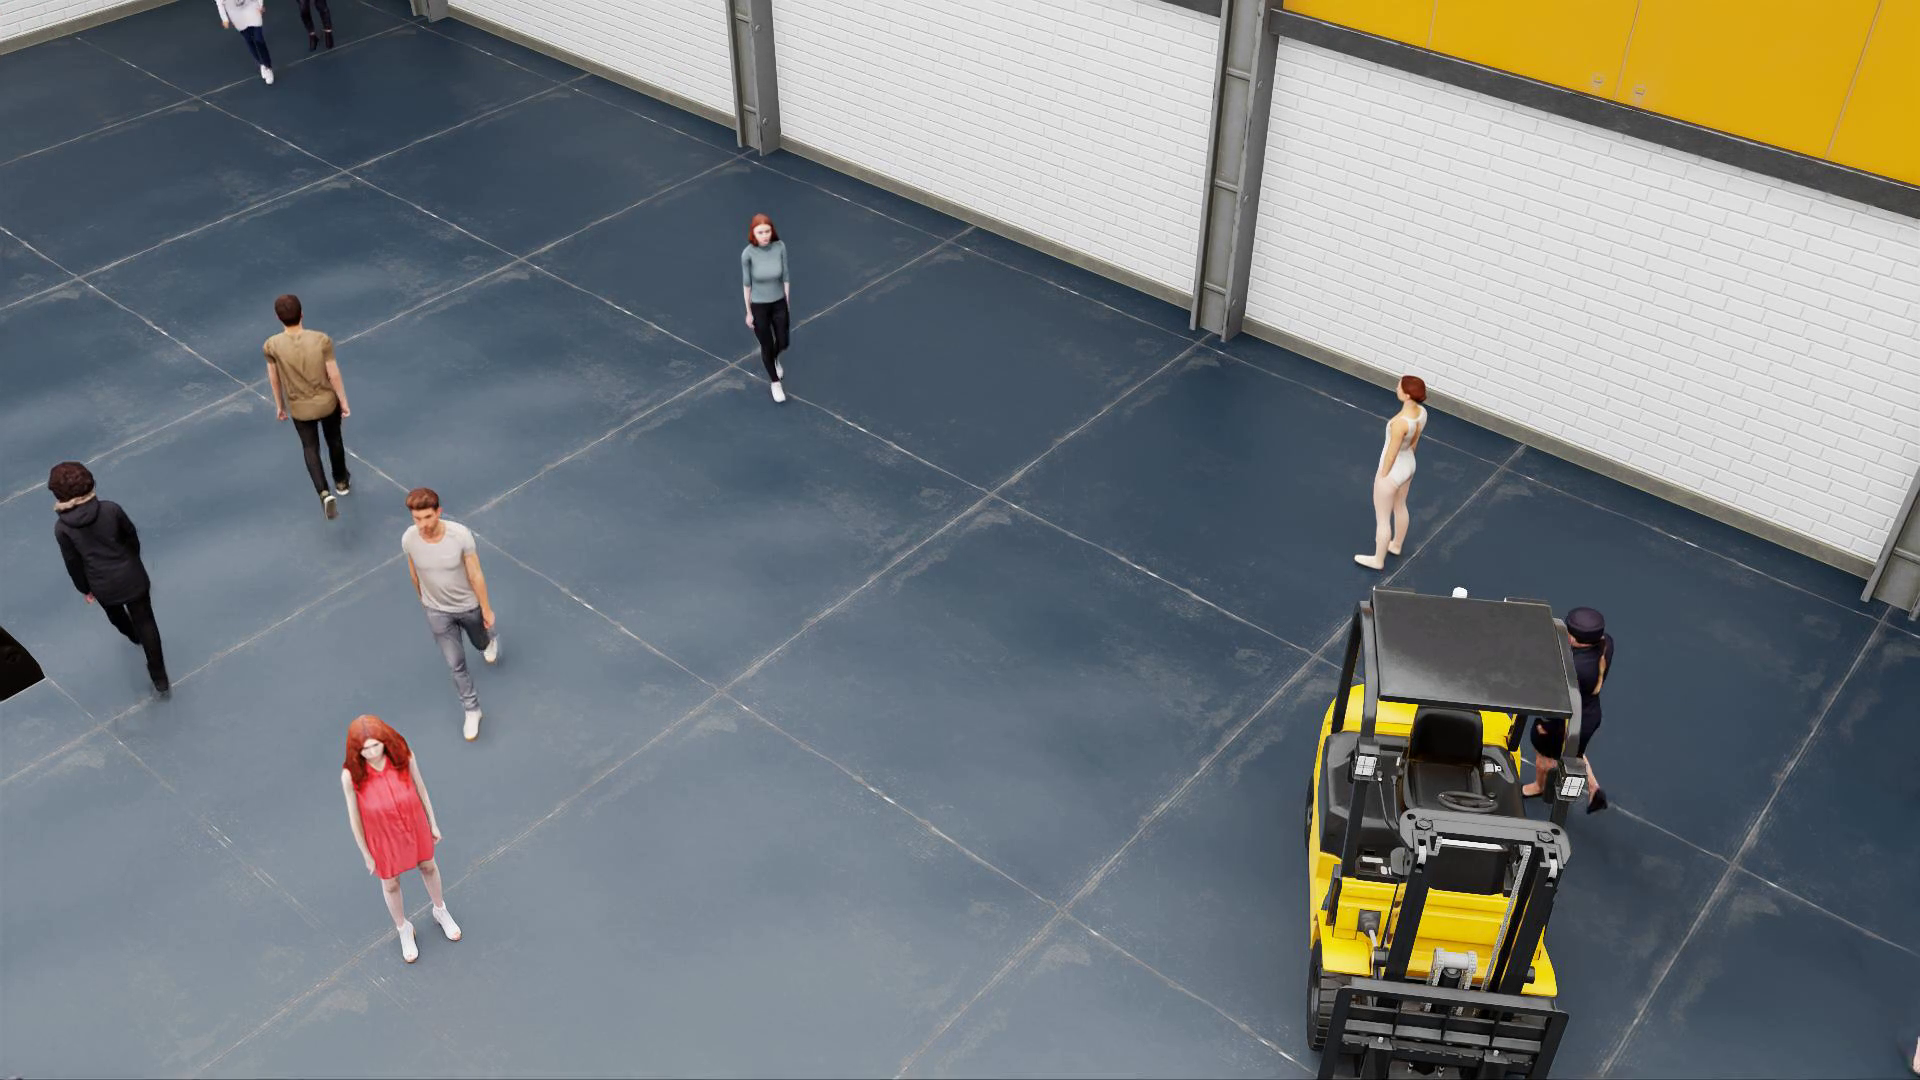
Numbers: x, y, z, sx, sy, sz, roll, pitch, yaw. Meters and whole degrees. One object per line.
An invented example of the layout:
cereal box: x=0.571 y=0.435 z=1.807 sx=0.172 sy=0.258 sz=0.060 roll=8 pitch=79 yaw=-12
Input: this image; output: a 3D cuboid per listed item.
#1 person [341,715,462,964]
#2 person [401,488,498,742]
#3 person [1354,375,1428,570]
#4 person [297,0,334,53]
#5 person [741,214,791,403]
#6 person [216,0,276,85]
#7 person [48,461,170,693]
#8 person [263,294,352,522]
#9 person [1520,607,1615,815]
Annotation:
person: x=-3.183 y=1.668 z=9.418 sx=0.642 sy=1.828 sz=0.594 roll=-23 pitch=44 yaw=-26
person: x=-3.329 y=0.365 z=11.020 sx=1.144 sy=1.865 sz=1.233 roll=-5 pitch=39 yaw=-6
person: x=3.236 y=-0.508 z=12.290 sx=0.457 sy=1.643 sz=0.543 roll=29 pitch=47 yaw=31
person: x=-7.852 y=-6.775 z=20.072 sx=0.777 sy=1.726 sz=0.840 roll=4 pitch=39 yaw=5
person: x=-1.652 y=-1.995 z=14.081 sx=0.751 sy=1.732 sz=0.831 roll=-14 pitch=41 yaw=-17
person: x=-8.303 y=-6.178 z=19.318 sx=0.812 sy=1.734 sz=0.868 roll=-19 pitch=42 yaw=-22
person: x=-5.671 y=0.297 z=11.220 sx=0.886 sy=1.721 sz=1.200 roll=-20 pitch=43 yaw=-23
person: x=-4.946 y=-0.981 z=12.737 sx=1.053 sy=1.825 sz=1.208 roll=-11 pitch=40 yaw=-13
person: x=3.803 y=1.124 z=10.244 sx=0.739 sy=1.647 sz=0.872 roll=-29 pitch=47 yaw=-31
